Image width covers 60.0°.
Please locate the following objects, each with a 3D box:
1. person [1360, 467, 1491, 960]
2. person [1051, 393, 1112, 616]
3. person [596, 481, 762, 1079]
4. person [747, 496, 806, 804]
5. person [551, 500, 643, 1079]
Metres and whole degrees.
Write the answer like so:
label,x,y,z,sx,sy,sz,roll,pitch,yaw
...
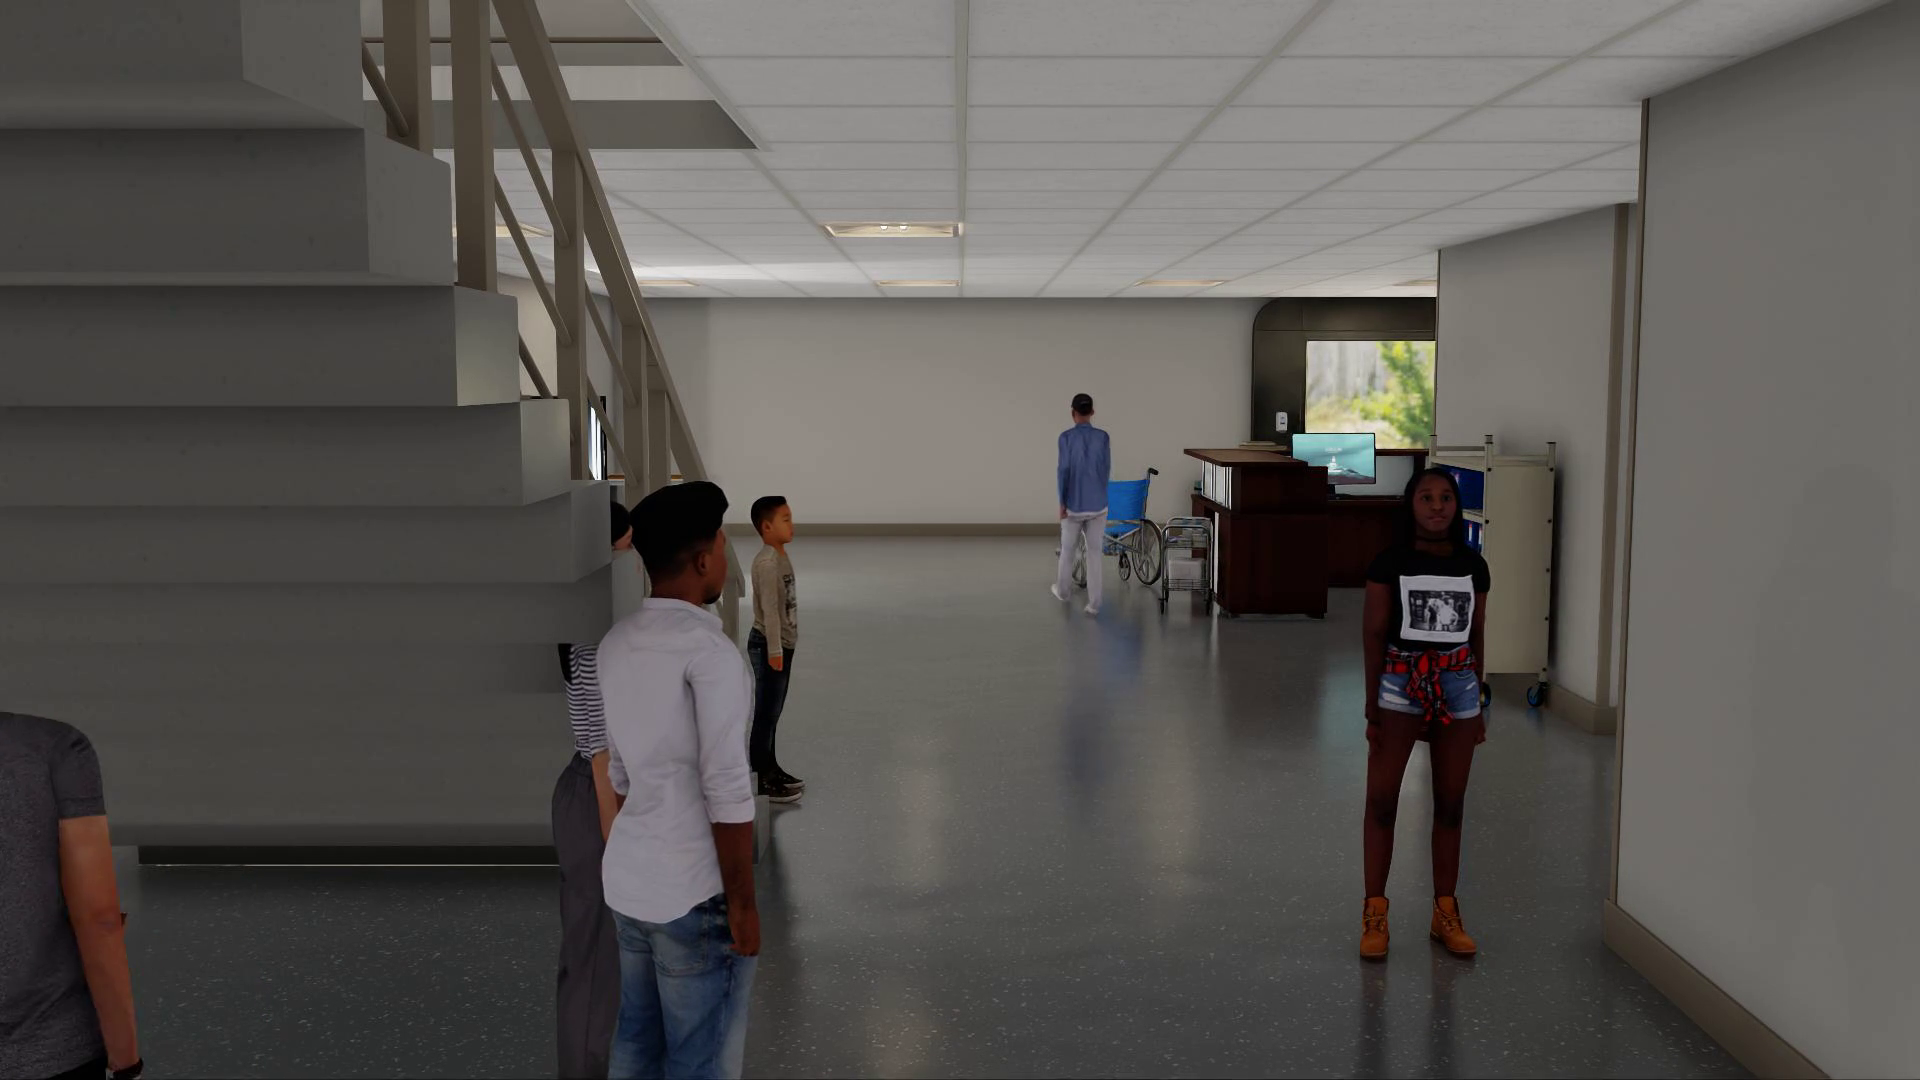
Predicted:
label,x,y,z,sx,sy,sz,roll,pitch,yaw
person,1.642,0.602,5.895,0.602,1.728,0.582,0,6,-1
person,1.064,-0.271,13.975,0.782,1.847,1.143,-1,6,-10
person,-0.660,0.767,3.854,0.782,1.807,0.713,-5,8,-42
person,-0.913,0.514,8.088,0.615,1.463,0.430,0,6,2
person,-0.975,0.747,4.430,0.709,1.733,0.545,-2,6,-15
